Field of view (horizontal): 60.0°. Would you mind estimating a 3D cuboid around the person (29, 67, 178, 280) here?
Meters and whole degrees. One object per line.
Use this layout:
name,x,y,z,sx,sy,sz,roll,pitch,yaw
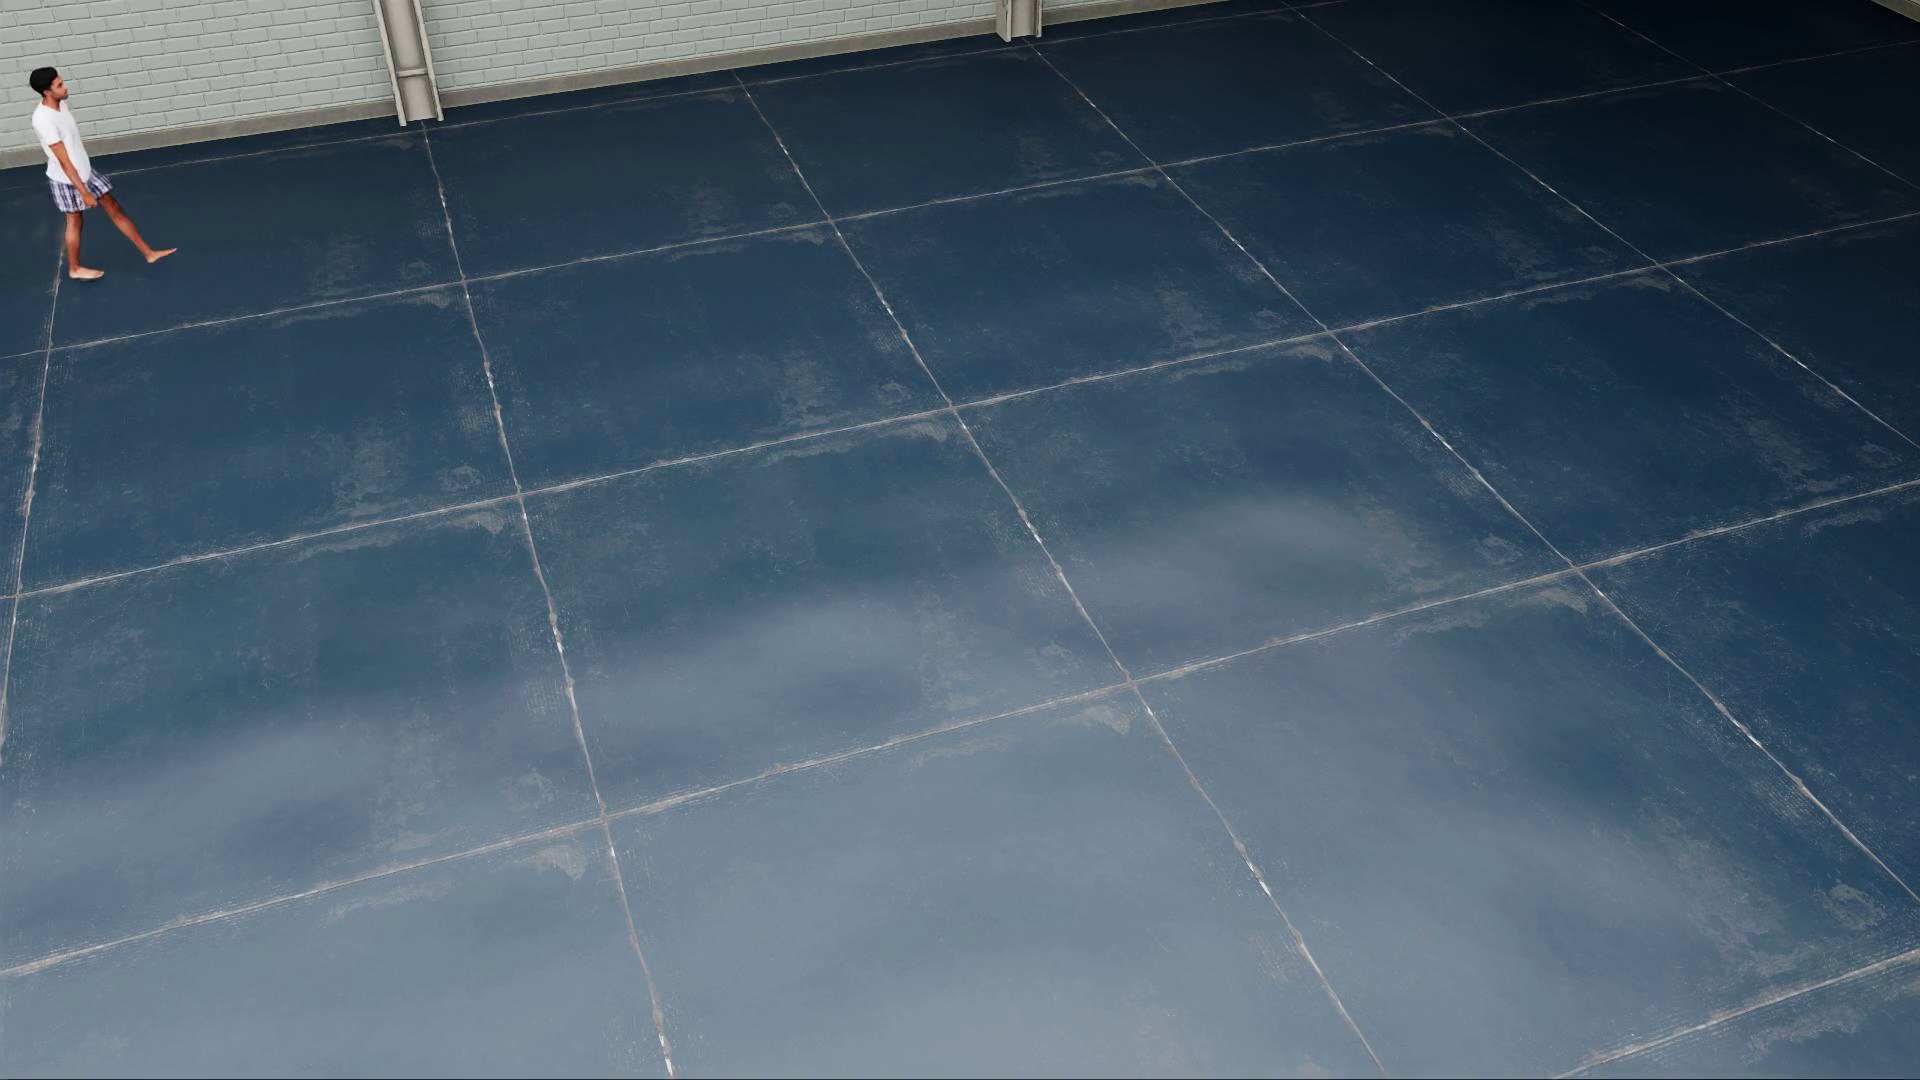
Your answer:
person,-6.788,-2.727,12.573,1.098,1.694,0.816,-5,38,-7
